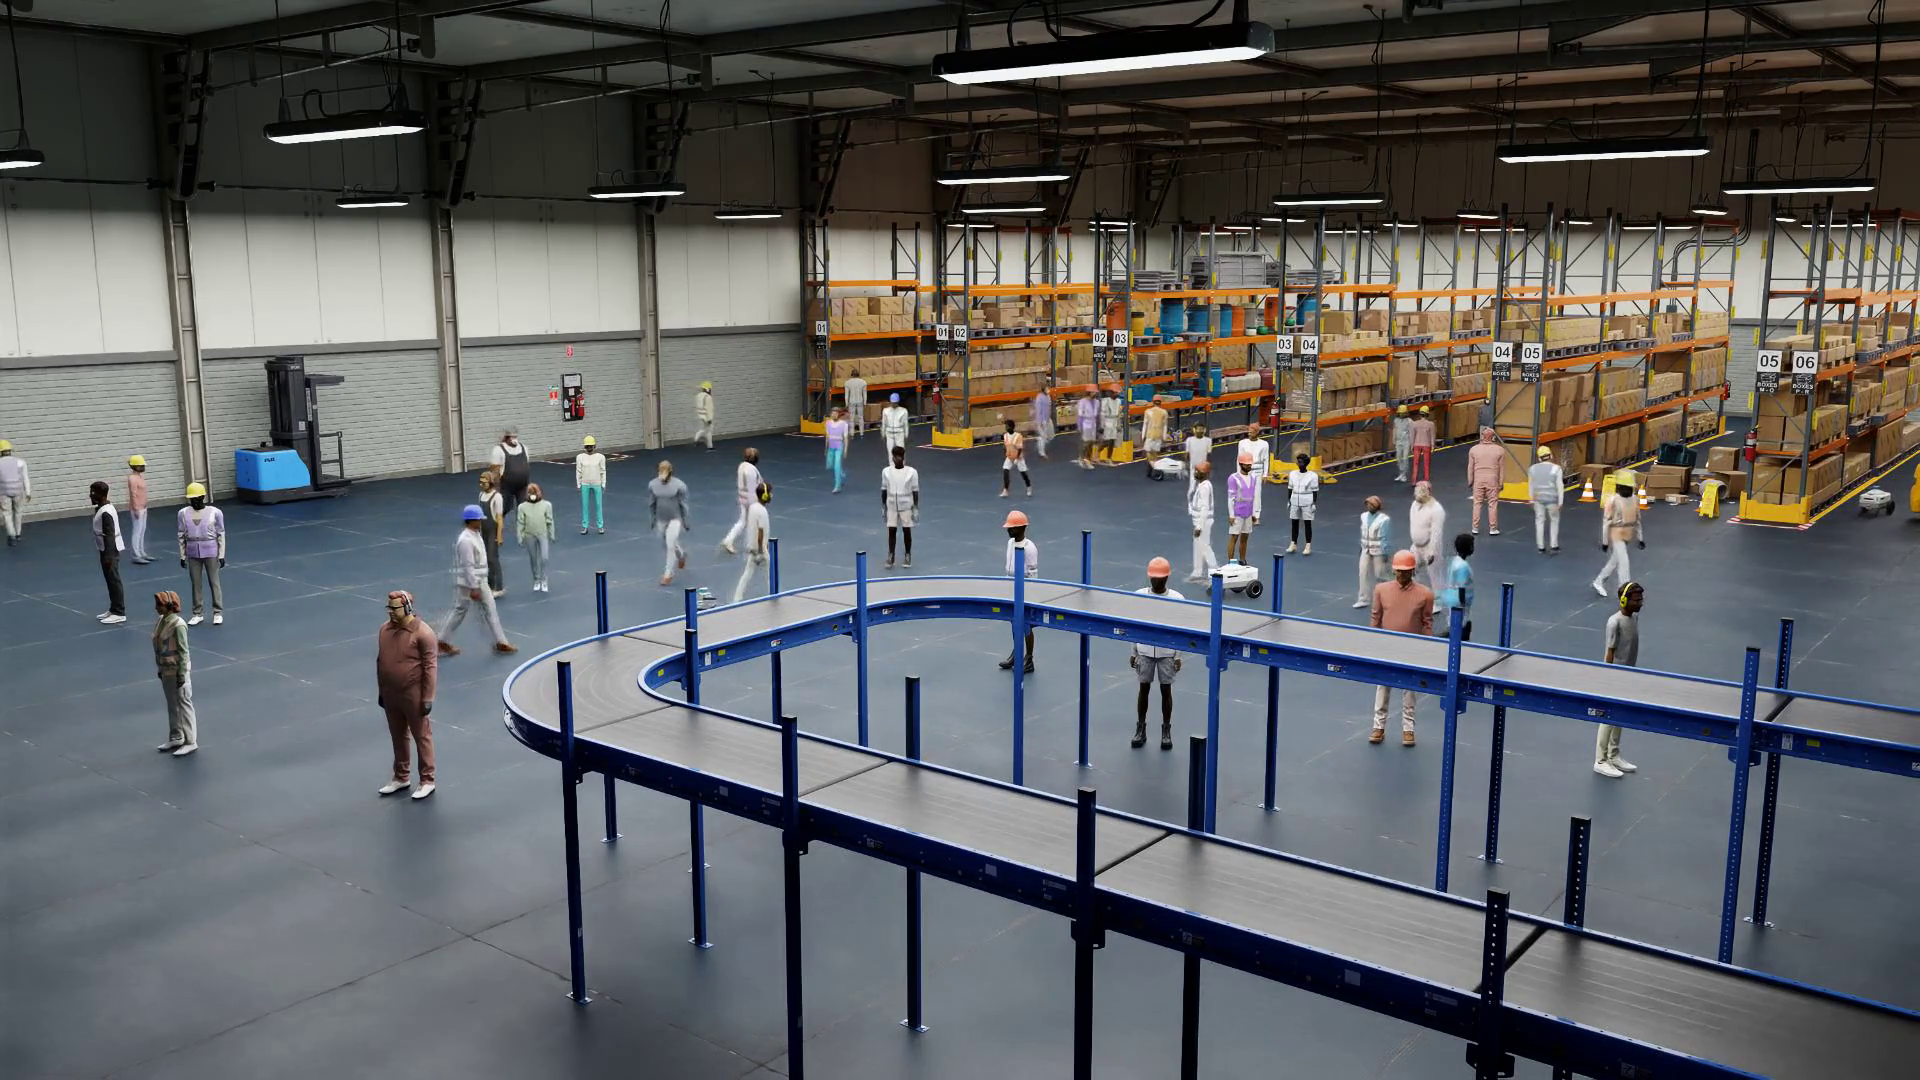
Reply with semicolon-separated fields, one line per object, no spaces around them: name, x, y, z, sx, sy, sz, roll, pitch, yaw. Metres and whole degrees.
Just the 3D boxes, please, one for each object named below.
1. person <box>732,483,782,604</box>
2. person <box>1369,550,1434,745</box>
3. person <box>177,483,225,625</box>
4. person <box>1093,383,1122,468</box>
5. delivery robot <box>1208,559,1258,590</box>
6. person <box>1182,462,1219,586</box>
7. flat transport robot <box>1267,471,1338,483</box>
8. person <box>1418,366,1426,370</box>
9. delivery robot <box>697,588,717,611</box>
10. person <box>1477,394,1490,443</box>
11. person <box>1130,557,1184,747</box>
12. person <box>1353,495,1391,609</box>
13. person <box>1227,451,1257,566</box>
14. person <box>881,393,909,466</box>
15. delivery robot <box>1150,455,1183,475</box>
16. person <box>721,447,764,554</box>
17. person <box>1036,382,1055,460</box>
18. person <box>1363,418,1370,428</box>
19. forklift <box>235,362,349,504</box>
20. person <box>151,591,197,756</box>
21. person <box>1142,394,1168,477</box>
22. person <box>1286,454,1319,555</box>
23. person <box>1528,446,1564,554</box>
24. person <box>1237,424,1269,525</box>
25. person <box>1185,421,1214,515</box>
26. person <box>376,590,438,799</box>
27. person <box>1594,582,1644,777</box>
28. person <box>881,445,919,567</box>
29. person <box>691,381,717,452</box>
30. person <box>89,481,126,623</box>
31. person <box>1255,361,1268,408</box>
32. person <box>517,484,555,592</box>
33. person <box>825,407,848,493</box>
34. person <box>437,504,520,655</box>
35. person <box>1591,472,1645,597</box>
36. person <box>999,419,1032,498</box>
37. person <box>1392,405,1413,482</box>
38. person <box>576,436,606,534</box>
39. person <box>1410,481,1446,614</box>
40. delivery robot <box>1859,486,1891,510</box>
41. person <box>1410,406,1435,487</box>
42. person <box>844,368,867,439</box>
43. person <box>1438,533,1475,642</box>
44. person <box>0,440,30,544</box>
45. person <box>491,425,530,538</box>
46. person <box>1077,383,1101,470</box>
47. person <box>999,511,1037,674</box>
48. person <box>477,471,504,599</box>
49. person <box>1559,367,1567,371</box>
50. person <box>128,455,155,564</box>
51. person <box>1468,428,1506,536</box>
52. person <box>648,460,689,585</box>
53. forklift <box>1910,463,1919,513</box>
person;-2.781;0.117;21.716;0.973;1.817;0.520;-7;12;-34
person;4.448;1.076;15.790;0.612;1.994;0.394;4;11;20
person;-10.180;0.183;21.011;0.592;1.926;0.366;-2;10;-9
person;3.553;-2.722;37.120;0.634;2.015;0.615;-10;14;-43
delivery robot;3.983;0.523;22.814;0.707;0.478;0.477;-5;11;-24
person;3.721;-0.234;23.599;0.737;1.881;0.637;2;10;10
flat transport robot;7.593;-1.406;34.727;1.431;0.197;0.652;0;10;-1
person;13.615;-4.202;46.035;0.904;1.801;0.662;-9;14;-43
delivery robot;-3.401;0.752;20.793;0.335;0.223;0.698;1;10;3
person;13.004;-2.795;38.597;0.500;1.633;0.281;6;12;32
person;1.971;1.118;15.710;0.545;1.941;0.351;2;10;13
person;5.889;0.148;22.084;0.650;1.617;0.534;-7;12;-34
person;4.409;-0.418;24.361;0.544;1.939;0.364;-7;12;-33
person;-1.481;-2.363;35.338;0.627;1.932;0.441;2;10;10
delivery robot;4.633;-1.663;35.116;0.707;0.478;0.477;-1;10;-4
person;-3.541;-0.641;25.993;0.856;1.816;0.631;-5;11;-25
person;2.100;-2.928;38.533;0.437;1.923;0.635;7;12;33
person;12.048;-4.125;46.138;0.518;1.622;0.557;9;13;40
forklift;-13.803;-2.244;32.110;1.129;2.768;1.873;8;13;37
person;-7.791;1.305;15.503;0.513;1.641;0.307;8;13;38
person;4.392;-2.339;35.270;0.592;1.903;0.568;0;10;-1
person;5.700;-0.603;26.079;0.539;1.695;0.318;8;13;37
person;9.816;-0.677;26.230;0.624;1.792;0.570;8;13;37
person;5.435;-1.224;29.058;0.574;1.881;0.358;4;11;19
person;4.563;-1.345;29.815;0.531;1.855;0.410;0;10;1
person;-5.055;1.396;14.240;0.643;1.909;0.410;4;11;23
person;6.288;1.309;14.868;0.516;1.864;0.318;-10;14;-44
person;-0.969;-0.540;24.970;0.612;1.963;0.361;2;10;12
person;-6.594;-3.179;40.253;0.571;1.813;0.603;-10;14;-43
person;-11.549;0.152;21.210;0.388;1.919;0.593;-7;12;-34
person;10.151;-5.204;52.301;0.505;1.577;0.882;6;12;29
person;-6.242;-0.016;23.010;0.532;1.602;0.758;-2;10;-11
person;-2.598;-1.922;33.138;0.587;1.826;0.478;7;12;34
person;-6.046;0.499;19.320;1.019;1.902;0.623;0;10;2
person;9.480;-0.064;22.516;0.592;1.888;0.952;-5;11;-25
person;1.184;-1.707;32.474;0.553;1.640;0.813;8;13;39
person;9.855;-2.155;34.821;0.571;1.716;0.497;-9;14;-42
person;-6.613;-0.988;28.059;0.530;1.768;0.312;-2;10;-9
person;6.323;0.122;21.515;0.888;1.864;0.664;-5;11;-25
delivery robot;17.707;-0.800;30.261;0.707;0.478;0.477;-9;13;-40
person;10.016;-2.021;33.867;0.523;1.769;0.314;5;11;28
person;-2.877;-3.763;43.187;0.632;1.940;0.372;-2;10;-12
person;5.884;0.734;18.621;0.690;1.674;0.536;3;10;15
person;-16.496;-0.841;27.142;0.609;1.801;0.833;-9;13;-41
person;-7.963;-1.052;27.764;0.694;2.000;0.765;-9;14;-42
person;3.039;-2.646;36.617;0.662;2.035;0.457;-7;12;-34
person;0.682;0.610;18.578;0.373;1.934;0.551;-6;12;-30
person;-6.865;-0.086;22.780;0.518;1.841;0.396;9;14;43
person;17.643;-4.242;45.900;0.544;1.933;0.376;7;13;36
person;-13.274;-0.507;25.348;0.325;1.767;0.533;-2;10;-13
person;9.416;-1.044;27.974;0.638;1.911;0.402;5;11;27
person;-4.399;-0.318;23.928;0.651;1.902;0.903;3;11;17
forklift;19.034;-1.348;28.998;2.313;2.155;1.214;8;13;37
